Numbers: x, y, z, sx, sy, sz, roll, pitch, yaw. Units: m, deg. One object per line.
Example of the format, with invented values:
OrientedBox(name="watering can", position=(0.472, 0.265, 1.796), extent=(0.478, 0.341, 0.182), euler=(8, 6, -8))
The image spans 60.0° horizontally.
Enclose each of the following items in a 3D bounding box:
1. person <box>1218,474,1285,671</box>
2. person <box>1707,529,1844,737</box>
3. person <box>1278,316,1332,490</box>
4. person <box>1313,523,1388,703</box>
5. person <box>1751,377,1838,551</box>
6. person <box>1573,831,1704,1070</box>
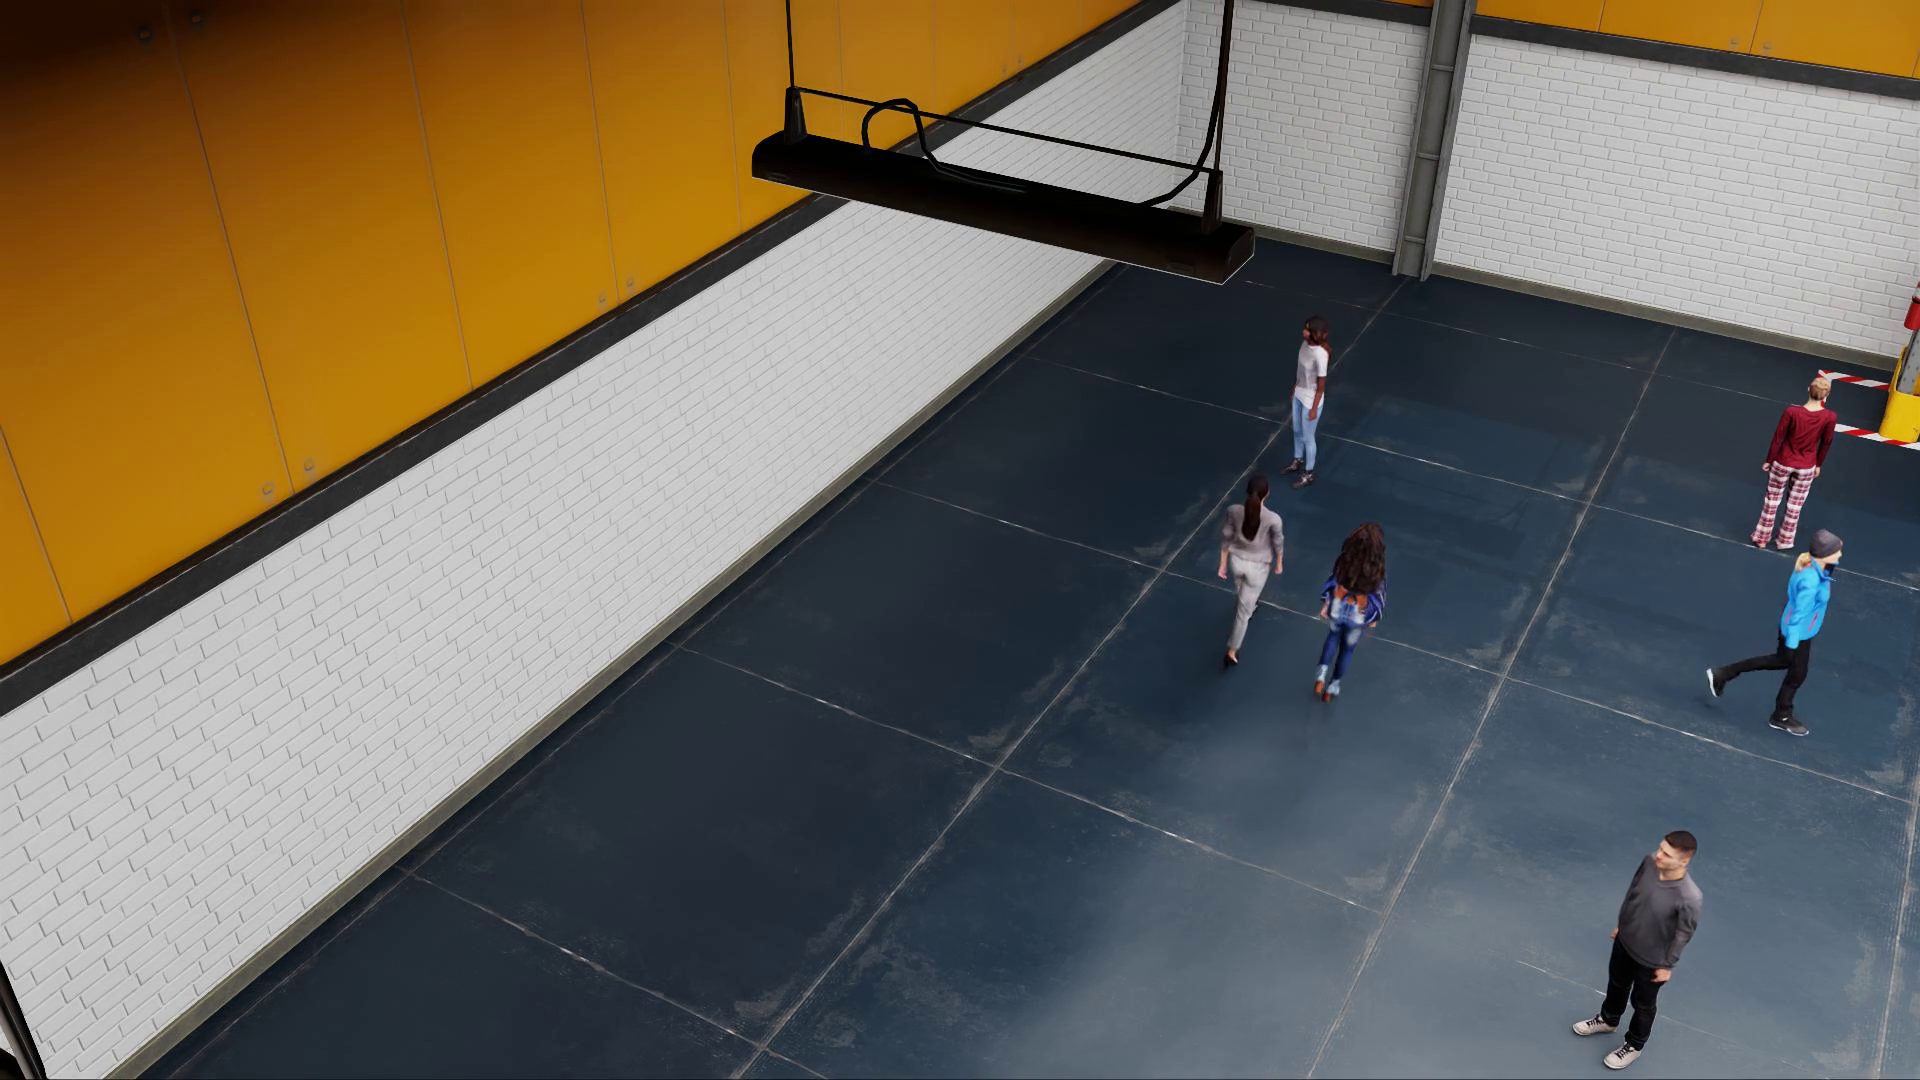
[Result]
OrientedBox(name="person", position=(2.247, 0.296, 13.108), extent=(1.042, 1.622, 0.690), euler=(19, 38, 26))
OrientedBox(name="person", position=(6.147, 0.664, 12.419), extent=(1.010, 1.772, 0.614), euler=(18, 38, 25))
OrientedBox(name="person", position=(3.221, -1.286, 15.401), extent=(0.714, 1.719, 0.651), euler=(-9, 35, -13))
OrientedBox(name="person", position=(2.940, 0.603, 12.653), extent=(0.612, 1.613, 0.709), euler=(17, 37, 24))
OrientedBox(name="person", position=(7.282, -0.681, 14.508), extent=(0.537, 1.699, 0.735), euler=(8, 34, 12))
OrientedBox(name="person", position=(4.057, 2.391, 9.830), extent=(0.761, 1.761, 0.674), euler=(-12, 36, -18))
